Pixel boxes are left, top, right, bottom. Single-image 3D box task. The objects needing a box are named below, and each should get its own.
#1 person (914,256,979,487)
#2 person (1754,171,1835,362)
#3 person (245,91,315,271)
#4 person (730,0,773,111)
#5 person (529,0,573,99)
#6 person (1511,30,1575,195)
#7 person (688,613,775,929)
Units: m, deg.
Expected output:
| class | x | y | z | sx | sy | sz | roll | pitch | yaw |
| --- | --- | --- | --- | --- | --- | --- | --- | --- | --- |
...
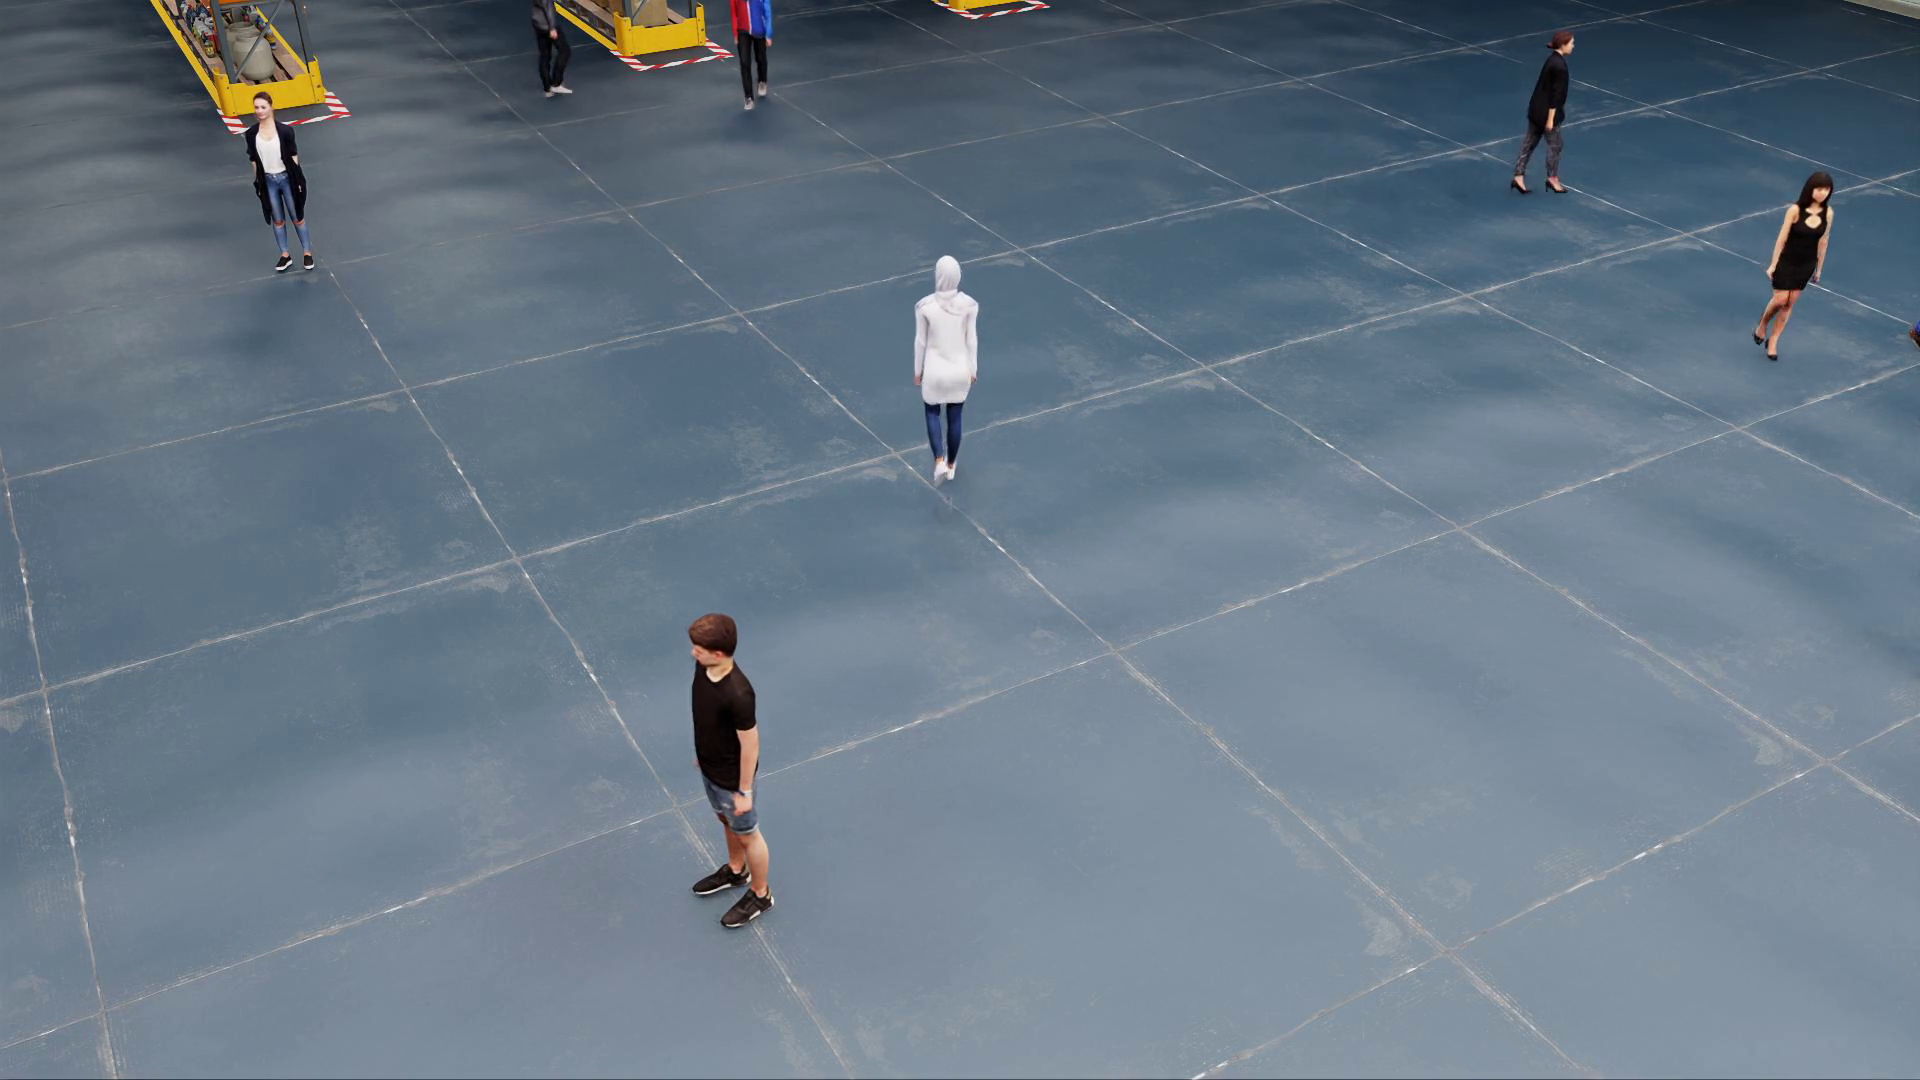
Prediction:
| class | x | y | z | sx | sy | sz | roll | pitch | yaw |
| --- | --- | --- | --- | --- | --- | --- | --- | --- | --- |
| person | -0.090 | -1.167 | 12.009 | 0.820 | 1.768 | 0.950 | -2 | 32 | -3 |
| person | 6.970 | -2.327 | 13.965 | 0.709 | 1.643 | 0.758 | 1 | 32 | 2 |
| person | -6.366 | -3.360 | 15.563 | 0.703 | 1.684 | 0.685 | -4 | 33 | -7 |
| person | -2.461 | -6.078 | 19.846 | 1.029 | 1.711 | 1.251 | 0 | 32 | 1 |
| person | -5.042 | -6.179 | 19.965 | 0.757 | 1.756 | 0.626 | -27 | 41 | -36 |
| person | 5.958 | -4.397 | 17.192 | 0.947 | 1.700 | 0.914 | 1 | 32 | 2 |
| person | -1.143 | 1.118 | 8.312 | 0.727 | 1.846 | 0.507 | -19 | 37 | -27 |
